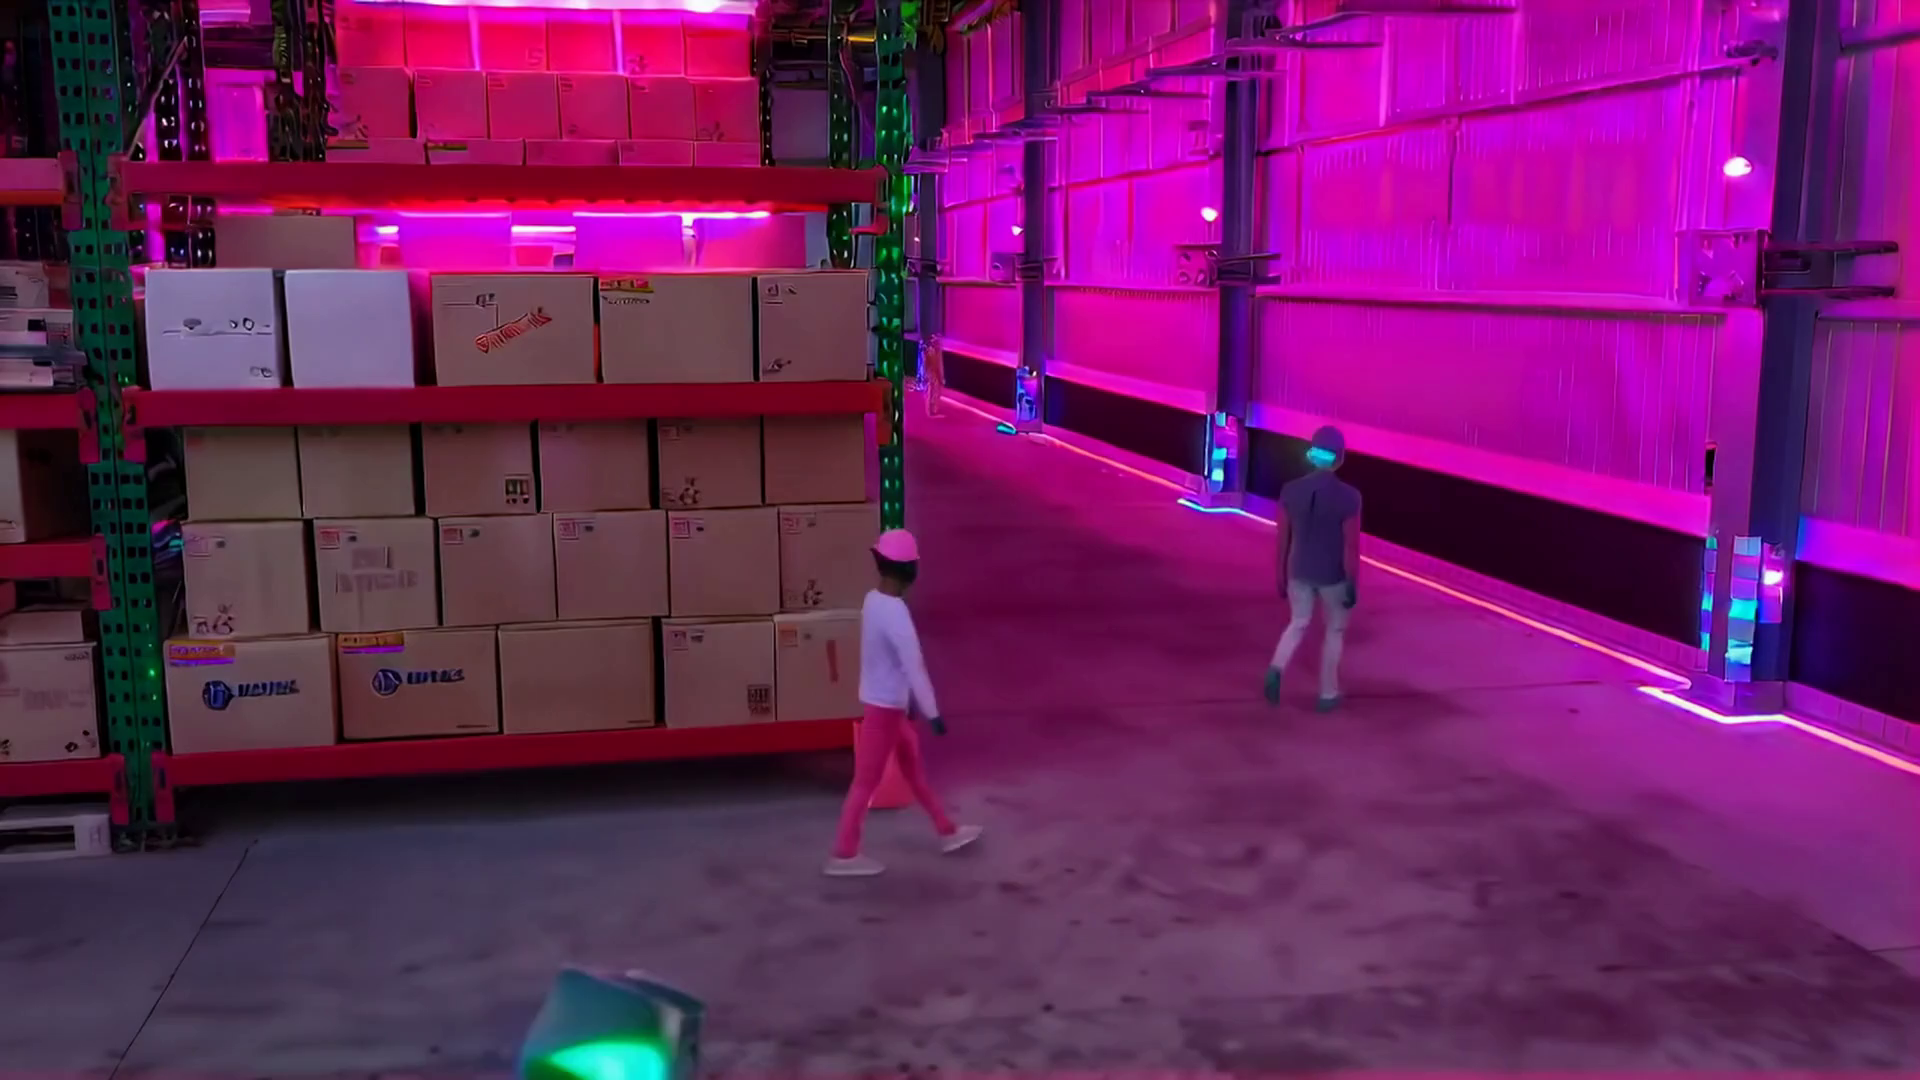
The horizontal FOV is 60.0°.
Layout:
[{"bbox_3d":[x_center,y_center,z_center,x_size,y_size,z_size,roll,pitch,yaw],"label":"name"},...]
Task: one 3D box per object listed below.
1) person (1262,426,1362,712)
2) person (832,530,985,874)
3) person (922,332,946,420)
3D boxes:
[{"bbox_3d":[2.373,0.223,11.201,0.623,1.975,0.716,8,12,40],"label":"person"},{"bbox_3d":[-0.265,0.814,8.365,0.887,1.716,0.550,-3,10,-15],"label":"person"},{"bbox_3d":[-0.503,-3.278,33.226,0.354,1.745,0.589,8,12,39],"label":"person"}]
